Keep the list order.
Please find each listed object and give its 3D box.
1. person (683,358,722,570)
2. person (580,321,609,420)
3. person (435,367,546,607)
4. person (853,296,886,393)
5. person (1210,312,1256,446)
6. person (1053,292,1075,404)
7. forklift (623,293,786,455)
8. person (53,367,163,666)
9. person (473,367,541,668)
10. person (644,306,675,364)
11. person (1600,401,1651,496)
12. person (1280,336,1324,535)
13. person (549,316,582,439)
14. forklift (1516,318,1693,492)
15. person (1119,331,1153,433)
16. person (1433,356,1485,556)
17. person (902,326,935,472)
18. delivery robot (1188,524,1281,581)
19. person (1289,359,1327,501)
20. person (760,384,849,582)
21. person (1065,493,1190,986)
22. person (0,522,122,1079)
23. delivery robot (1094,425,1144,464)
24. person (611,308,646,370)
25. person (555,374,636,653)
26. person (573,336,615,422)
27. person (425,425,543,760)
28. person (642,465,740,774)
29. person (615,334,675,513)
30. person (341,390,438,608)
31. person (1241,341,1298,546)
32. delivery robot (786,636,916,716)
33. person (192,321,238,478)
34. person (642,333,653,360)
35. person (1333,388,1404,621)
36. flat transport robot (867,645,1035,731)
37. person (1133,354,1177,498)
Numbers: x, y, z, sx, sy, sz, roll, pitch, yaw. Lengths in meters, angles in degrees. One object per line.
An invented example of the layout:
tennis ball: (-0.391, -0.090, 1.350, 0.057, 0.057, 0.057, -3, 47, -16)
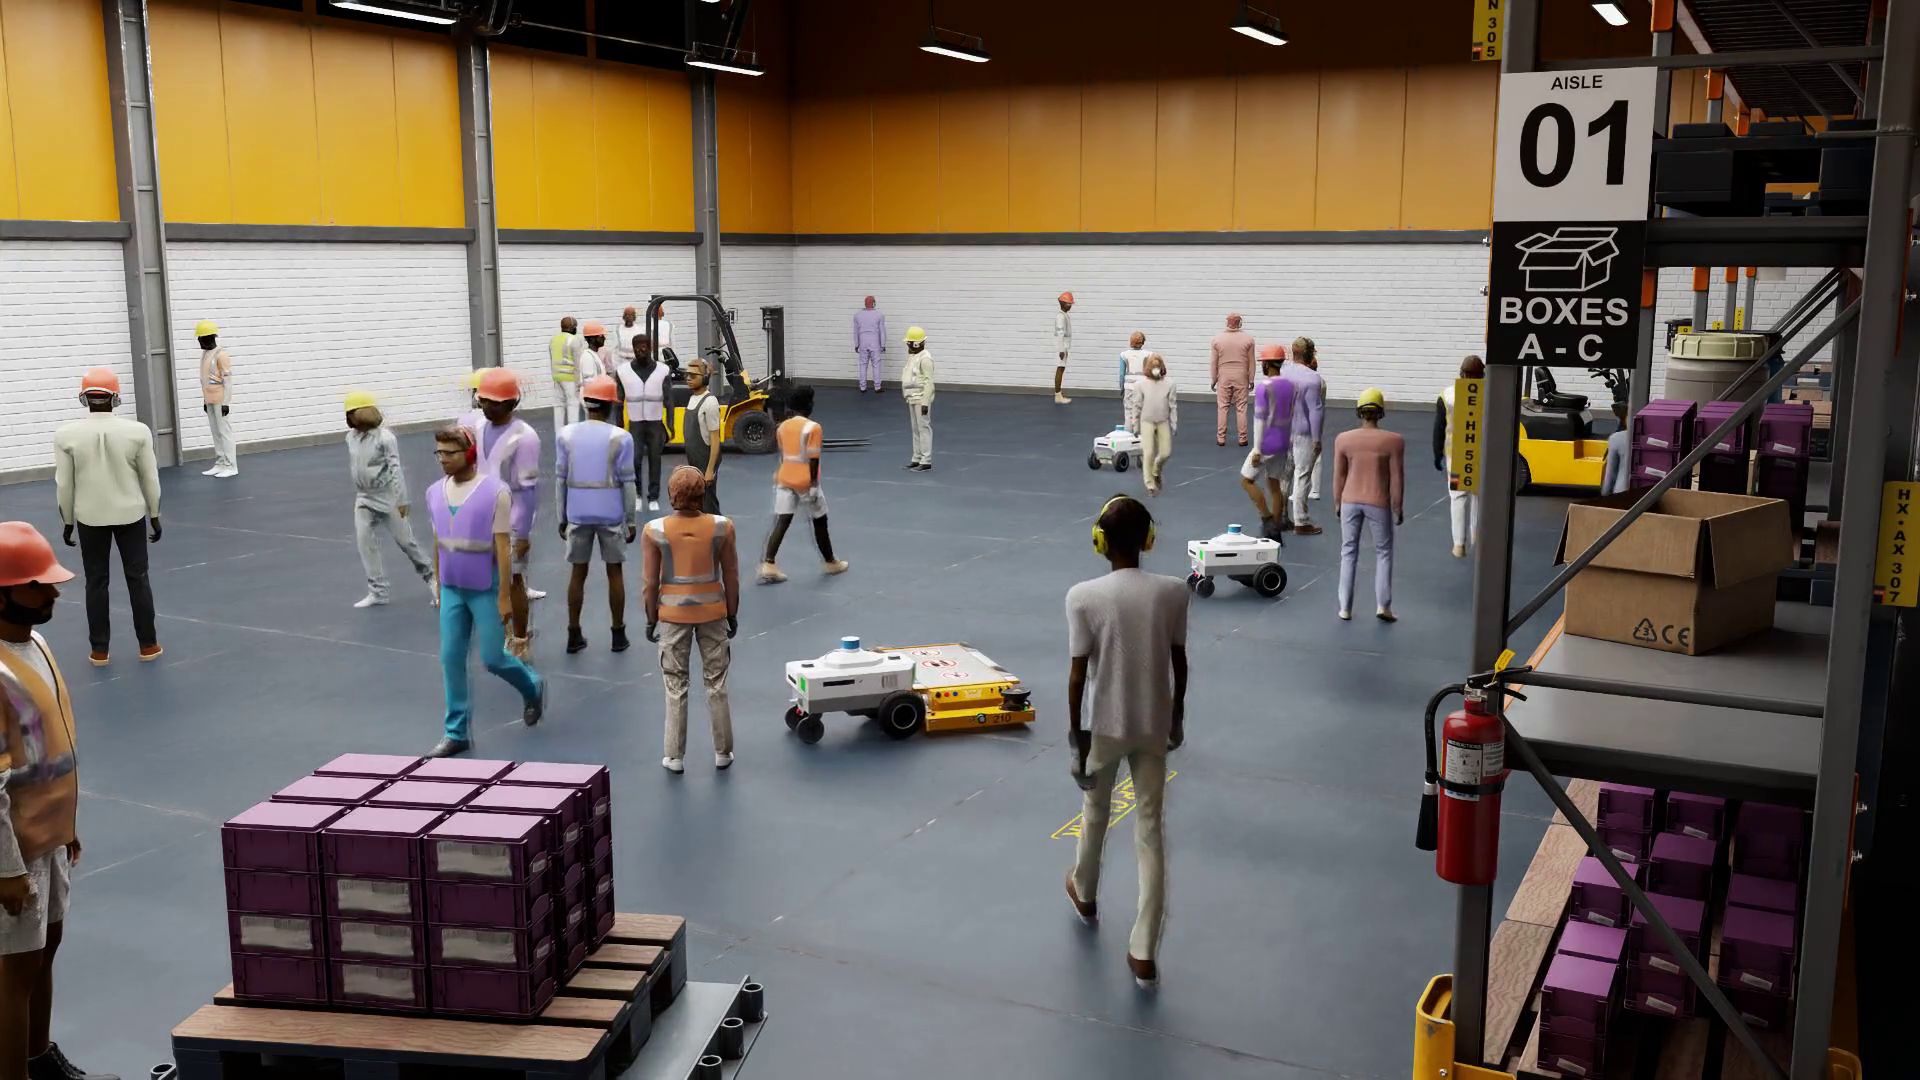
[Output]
person: (-2.239, -0.643, 14.363, 0.340, 1.846, 0.513, -6, 11, -30)
person: (-4.348, -1.644, 19.881, 0.352, 1.942, 0.546, -1, 10, -5)
person: (-3.656, -0.378, 12.748, 0.992, 1.885, 0.584, -9, 13, -42)
person: (-1.762, -3.849, 32.747, 0.651, 1.906, 0.403, 2, 10, 14)
person: (3.885, -2.282, 23.675, 0.639, 1.909, 0.407, 2, 10, 12)
person: (1.906, -3.510, 30.418, 0.404, 2.034, 0.609, 1, 10, 8)
forklift: (-3.588, -2.317, 23.042, 2.313, 2.155, 1.214, -1, 10, -5)
person: (-5.670, -0.157, 11.115, 0.622, 1.994, 0.381, -5, 11, -25)
person: (-2.990, -0.124, 10.854, 0.653, 2.019, 0.442, 8, 13, 39)
person: (-5.087, -3.050, 28.189, 0.574, 1.882, 0.360, -7, 12, -36)
person: (5.348, -0.314, 13.150, 0.584, 1.606, 0.602, 4, 11, 22)
person: (3.310, -1.019, 16.266, 0.358, 1.938, 0.636, -6, 11, -30)
person: (-5.682, -2.318, 24.121, 0.638, 1.834, 0.434, 8, 13, 40)
forklift: (7.066, -1.601, 18.899, 2.313, 2.155, 1.214, 5, 11, 27)
person: (2.505, -2.124, 23.531, 0.511, 1.641, 0.309, 3, 10, 16)
person: (4.686, -0.788, 15.319, 0.653, 1.799, 0.889, 3, 10, 14)
person: (-0.525, -1.764, 20.903, 0.404, 1.828, 0.592, -3, 10, -19)
delivery robot: (2.210, 0.118, 13.419, 0.707, 0.478, 0.477, -2, 10, -10)
person: (3.835, -1.241, 18.422, 0.523, 1.638, 0.310, -6, 11, -30)
person: (-1.355, -0.480, 13.981, 0.542, 1.651, 0.898, 9, 13, 41)
person: (0.643, 0.724, 6.516, 0.515, 1.825, 0.954, -1, 10, -5)
person: (-2.866, 0.902, 5.149, 0.360, 1.939, 0.543, -2, 10, -13)
delivery robot: (2.028, -1.212, 21.118, 0.477, 0.478, 0.707, 9, 13, 42)
person: (-5.510, -2.920, 27.576, 0.610, 1.825, 1.012, 0, 10, 2)
person: (-2.492, -0.177, 11.444, 0.557, 1.923, 0.389, 0, 10, 2)
person: (-5.126, -2.121, 23.210, 0.553, 1.728, 0.797, 0, 10, 3)
person: (-2.660, 0.262, 9.192, 0.597, 1.822, 0.748, 4, 11, 24)
person: (-1.414, 0.423, 8.788, 0.511, 1.641, 0.308, -3, 10, -15)
person: (-3.329, -1.230, 17.610, 0.607, 1.895, 0.590, -2, 10, -13)
person: (-4.476, -0.337, 13.001, 0.523, 1.713, 0.678, 4, 11, 23)
person: (2.886, -0.894, 15.577, 0.559, 1.919, 0.415, -8, 13, -38)
delivery robot: (-0.623, 0.795, 9.497, 0.707, 0.478, 0.477, -4, 11, -20)
person: (-9.143, -1.724, 20.403, 0.594, 1.919, 0.382, 9, 13, 42)
person: (-4.550, -2.232, 24.314, 0.837, 1.590, 0.488, -5, 11, -25)
person: (3.056, -0.263, 12.475, 0.541, 1.744, 0.458, 5, 11, 27)
flat transport robot: (-0.093, 0.866, 10.180, 0.652, 0.197, 1.431, -3, 10, -18)
person: (2.193, -1.296, 18.794, 0.513, 1.617, 0.427, -1, 10, -5)
